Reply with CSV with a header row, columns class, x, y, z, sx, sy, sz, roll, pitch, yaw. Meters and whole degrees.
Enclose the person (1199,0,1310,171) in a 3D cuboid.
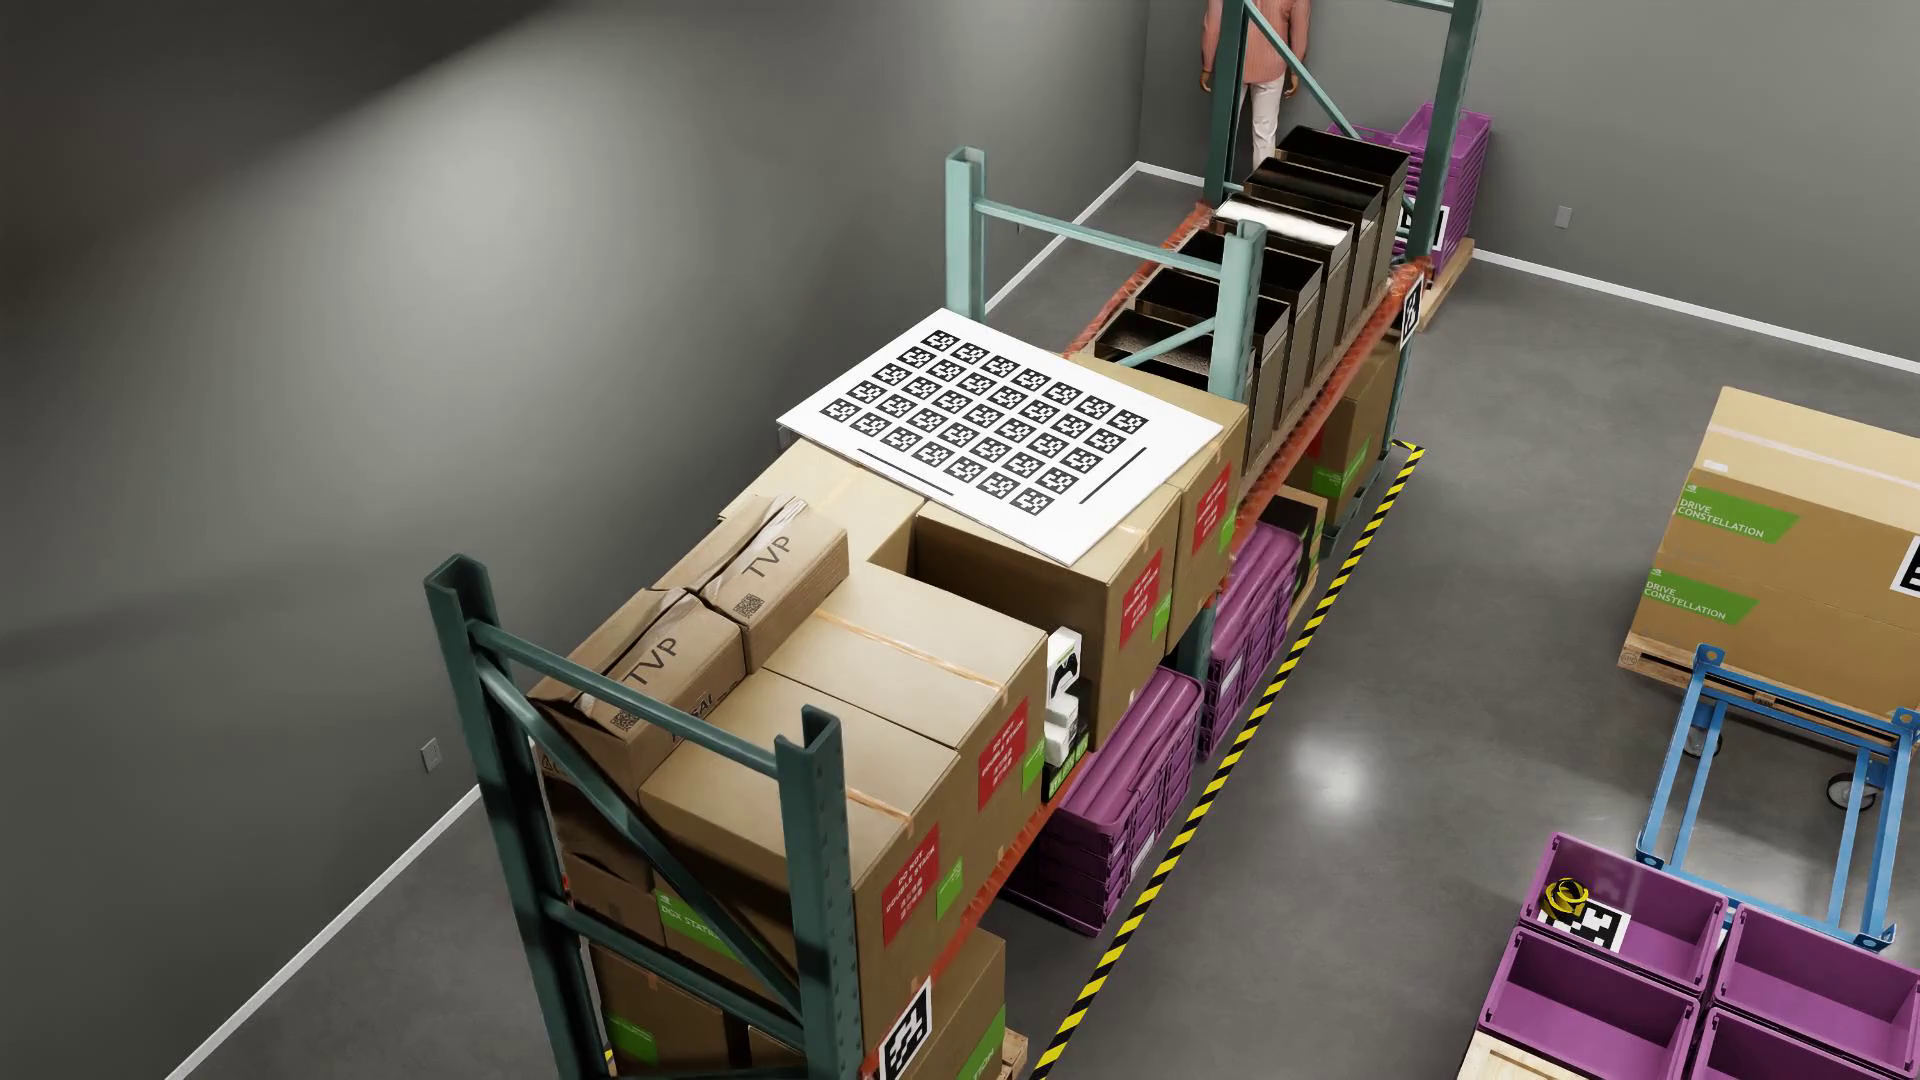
class,x,y,z,sx,sy,sz,roll,pitch,yaw
person,1.740,-2.836,9.933,0.622,1.993,0.383,4,40,4
